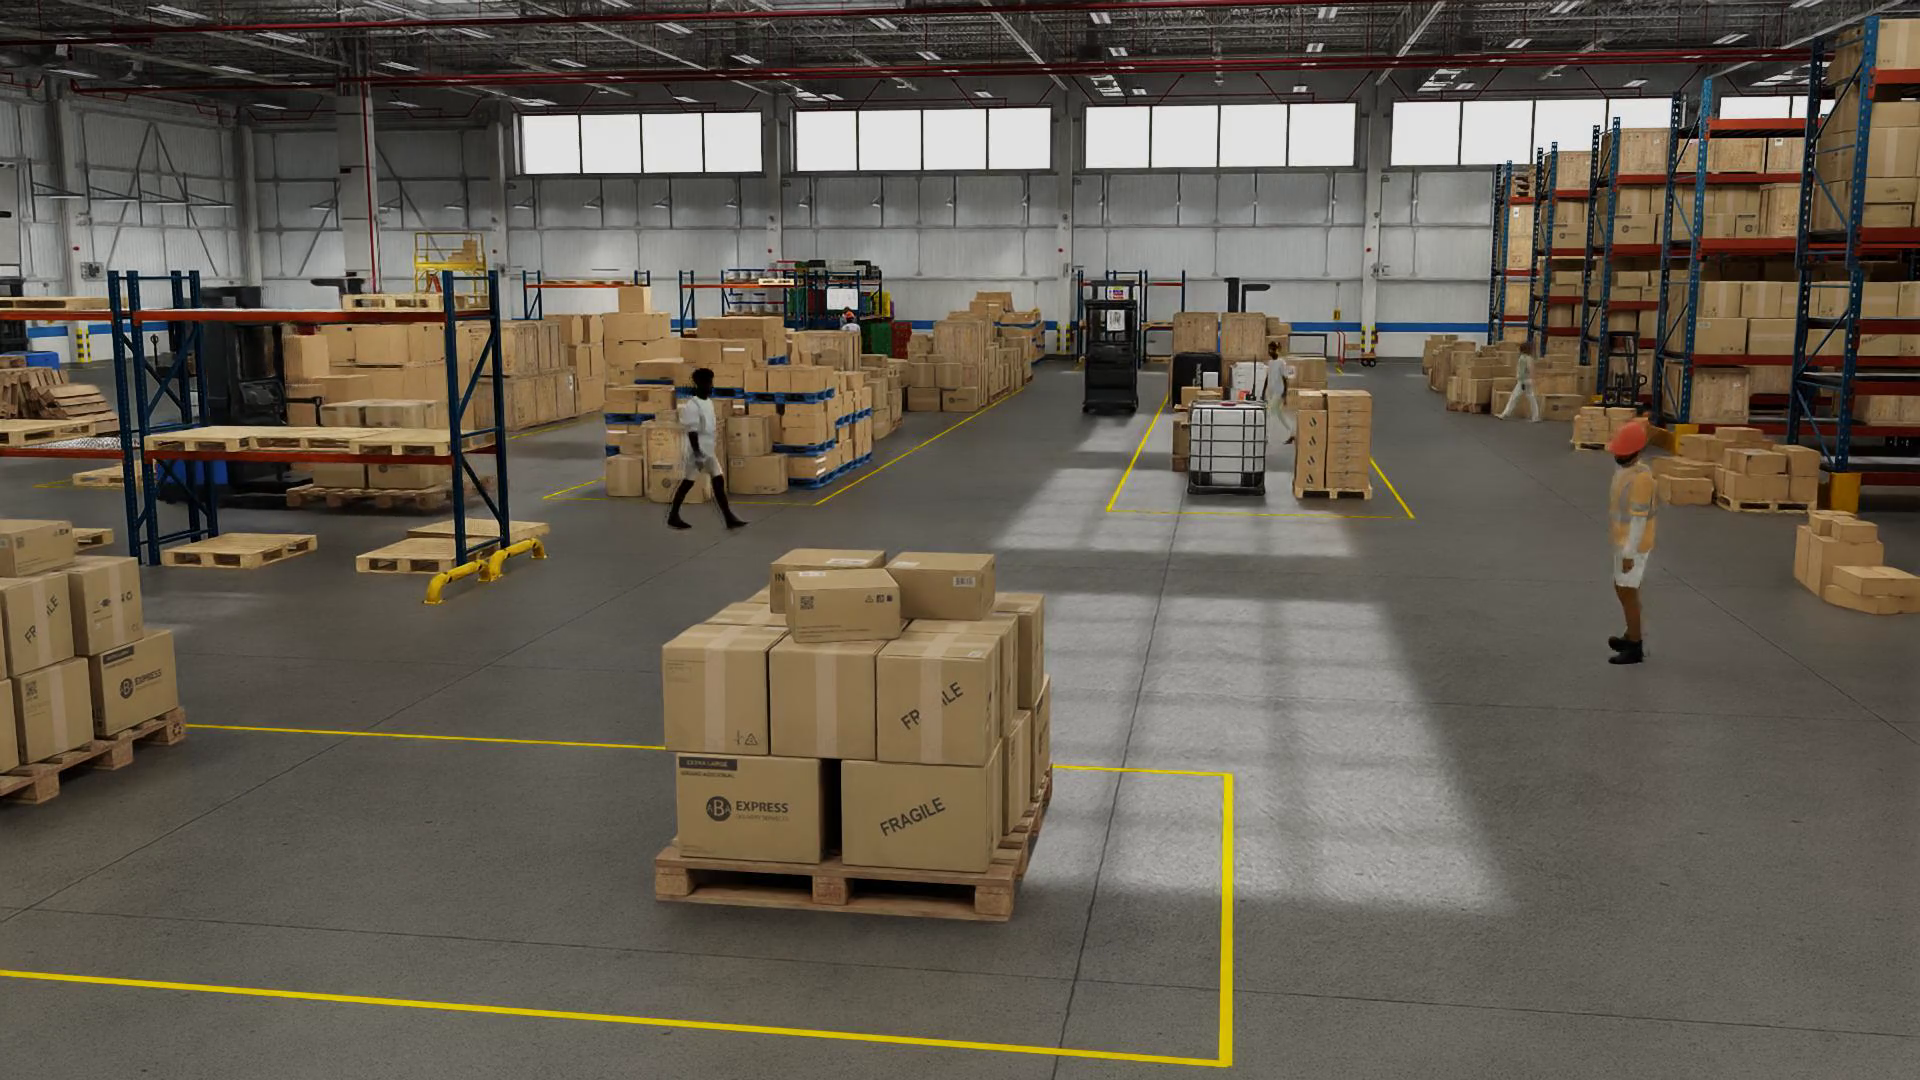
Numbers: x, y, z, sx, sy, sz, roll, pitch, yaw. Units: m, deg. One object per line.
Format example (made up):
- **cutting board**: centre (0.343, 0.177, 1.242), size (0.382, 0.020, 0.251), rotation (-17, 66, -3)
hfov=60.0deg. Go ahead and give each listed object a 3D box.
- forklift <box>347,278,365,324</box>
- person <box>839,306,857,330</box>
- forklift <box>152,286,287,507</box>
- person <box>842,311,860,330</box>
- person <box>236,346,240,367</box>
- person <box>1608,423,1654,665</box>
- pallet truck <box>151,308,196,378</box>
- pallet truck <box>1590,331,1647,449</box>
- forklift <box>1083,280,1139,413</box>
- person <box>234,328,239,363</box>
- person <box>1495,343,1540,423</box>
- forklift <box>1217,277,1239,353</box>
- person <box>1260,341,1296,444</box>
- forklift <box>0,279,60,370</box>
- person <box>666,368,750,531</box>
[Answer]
- **forklift**: centre (-15.807, -5.468, 43.636), size (1.873, 2.768, 1.129), rotation (-3, 10, -17)
- **person**: centre (-3.460, -6.249, 51.389), size (0.629, 1.931, 0.367), rotation (-8, 12, -40)
- **forklift**: centre (-9.382, -1.886, 21.543), size (1.873, 2.768, 1.129), rotation (1, 9, 9)
- **person**: centre (-2.971, -5.226, 45.098), size (0.542, 1.928, 0.399), rotation (-7, 11, -35)
- **person**: centre (-14.113, -3.260, 33.090), size (0.355, 1.882, 0.576), rotation (1, 9, 8)
- **person**: centre (5.158, 0.021, 12.849), size (0.488, 1.887, 0.707), rotation (1, 9, 8)
- **pallet truck**: centre (-21.869, -5.598, 47.154), size (0.823, 1.965, 1.885), rotation (4, 10, 26)
- **pallet truck**: centre (11.253, -2.573, 28.499), size (0.823, 1.965, 1.885), rotation (5, 10, 27)
- **forklift**: centre (3.277, -4.190, 35.755), size (1.129, 2.768, 1.873), rotation (1, 9, 8)
- **person**: centre (-19.989, -5.262, 46.208), size (0.513, 1.635, 0.311), rotation (5, 10, 26)
- **person**: centre (11.213, -3.133, 33.207), size (0.897, 1.587, 0.502), rotation (8, 12, 40)
- **forklift**: centre (7.897, -6.232, 48.351), size (1.873, 2.768, 1.129), rotation (1, 9, 9)
- **person**: centre (5.481, -2.537, 28.862), size (0.999, 1.831, 0.531), rotation (-3, 10, -18)
- **forklift**: centre (-22.592, -4.798, 39.505), size (1.873, 2.768, 1.129), rotation (1, 9, 9)
- **person**: centre (-2.991, -1.041, 19.308), size (1.030, 1.914, 0.614), rotation (3, 10, 18)
